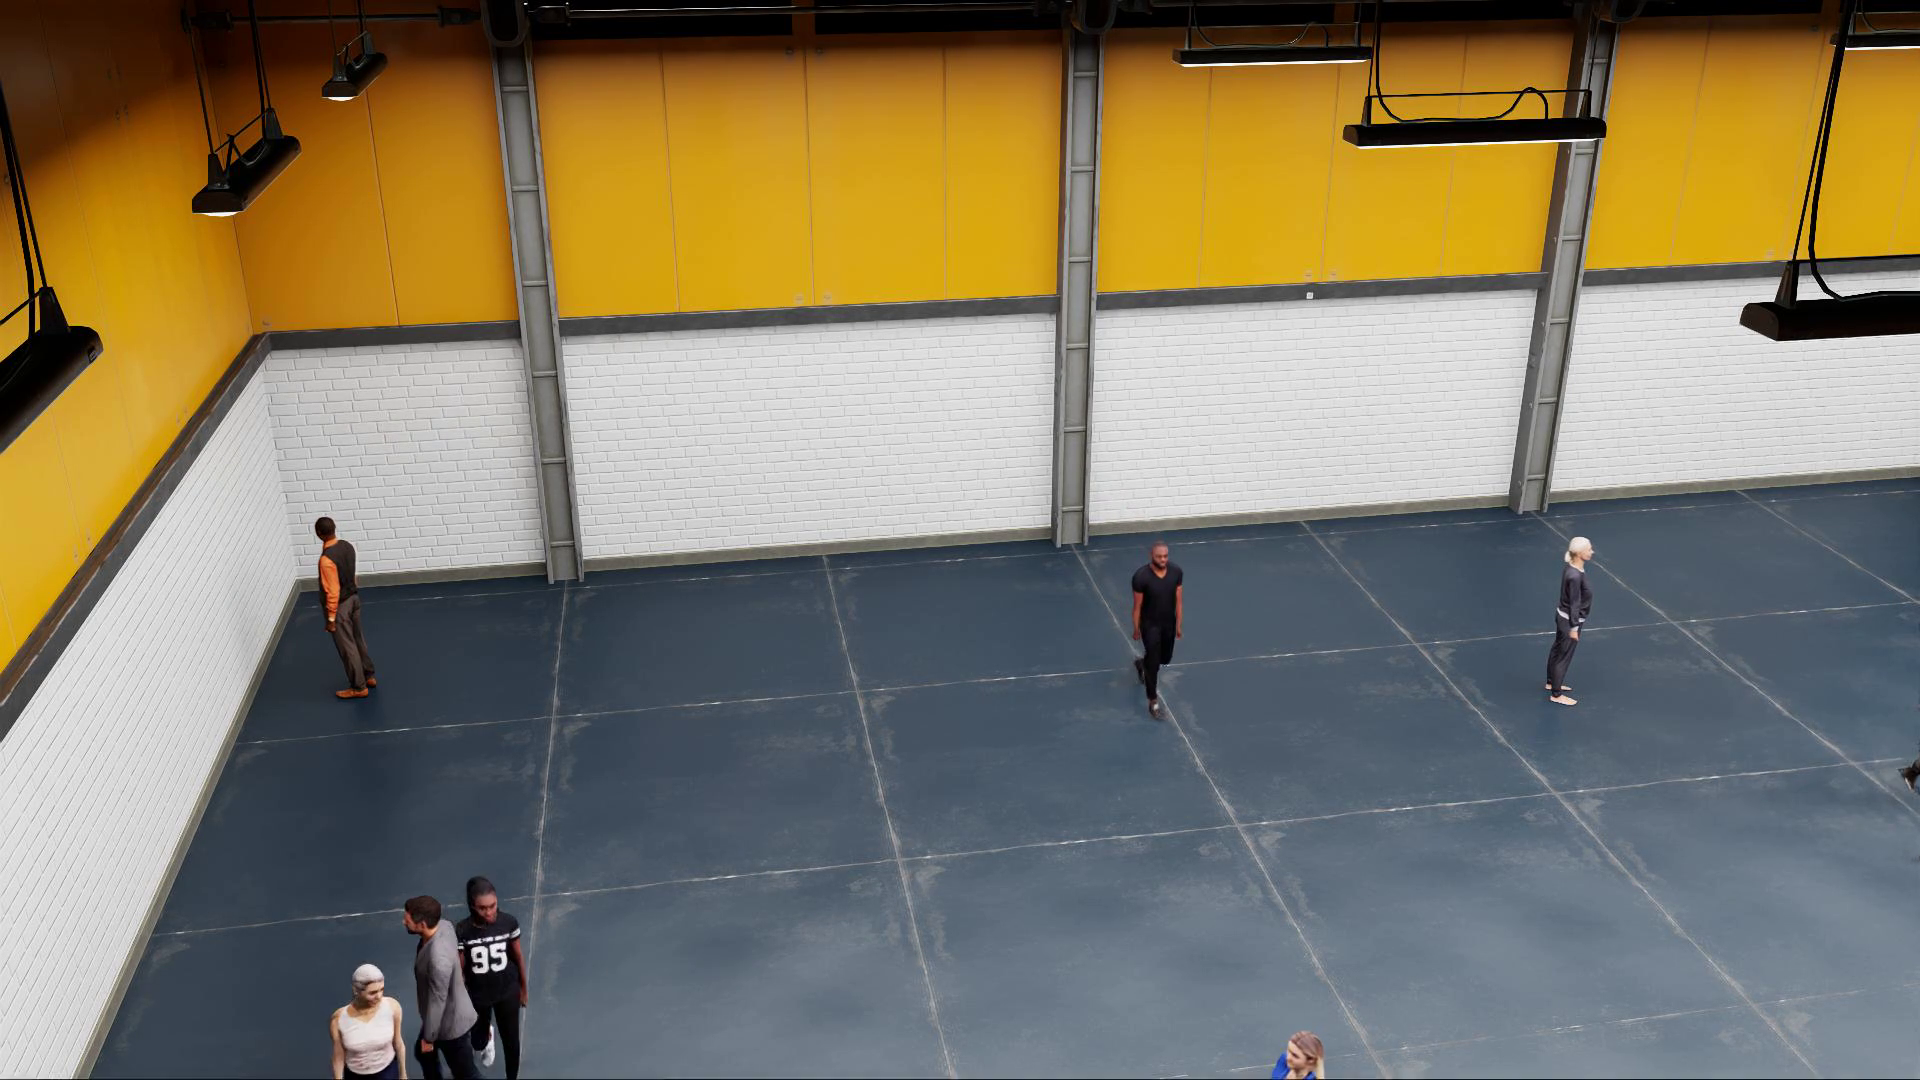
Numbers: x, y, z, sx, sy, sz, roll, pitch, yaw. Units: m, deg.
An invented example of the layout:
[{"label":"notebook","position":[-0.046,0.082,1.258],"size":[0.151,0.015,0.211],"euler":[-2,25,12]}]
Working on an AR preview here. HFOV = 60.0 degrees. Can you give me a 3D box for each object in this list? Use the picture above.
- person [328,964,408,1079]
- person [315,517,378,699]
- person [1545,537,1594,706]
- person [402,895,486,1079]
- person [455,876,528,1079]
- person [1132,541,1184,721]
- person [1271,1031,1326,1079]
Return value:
[{"label":"person","position":[-3.737,3.355,10.536],"size":[1.087,1.678,0.865],"euler":[-8,25,-18]},{"label":"person","position":[-6.091,0.658,16.422],"size":[0.724,1.905,0.770],"euler":[3,24,6]},{"label":"person","position":[6.010,0.762,16.406],"size":[0.628,1.727,0.664],"euler":[4,24,8]},{"label":"person","position":[-3.268,3.109,10.883],"size":[0.939,1.851,0.781],"euler":[-9,25,-19]},{"label":"person","position":[-3.179,3.027,11.235],"size":[0.900,1.719,0.797],"euler":[-10,25,-21]},{"label":"person","position":[1.890,0.808,16.212],"size":[1.004,1.798,0.831],"euler":[-8,25,-17]},{"label":"person","position":[1.996,3.622,9.898],"size":[0.618,1.699,0.667],"euler":[-10,26,-22]}]
